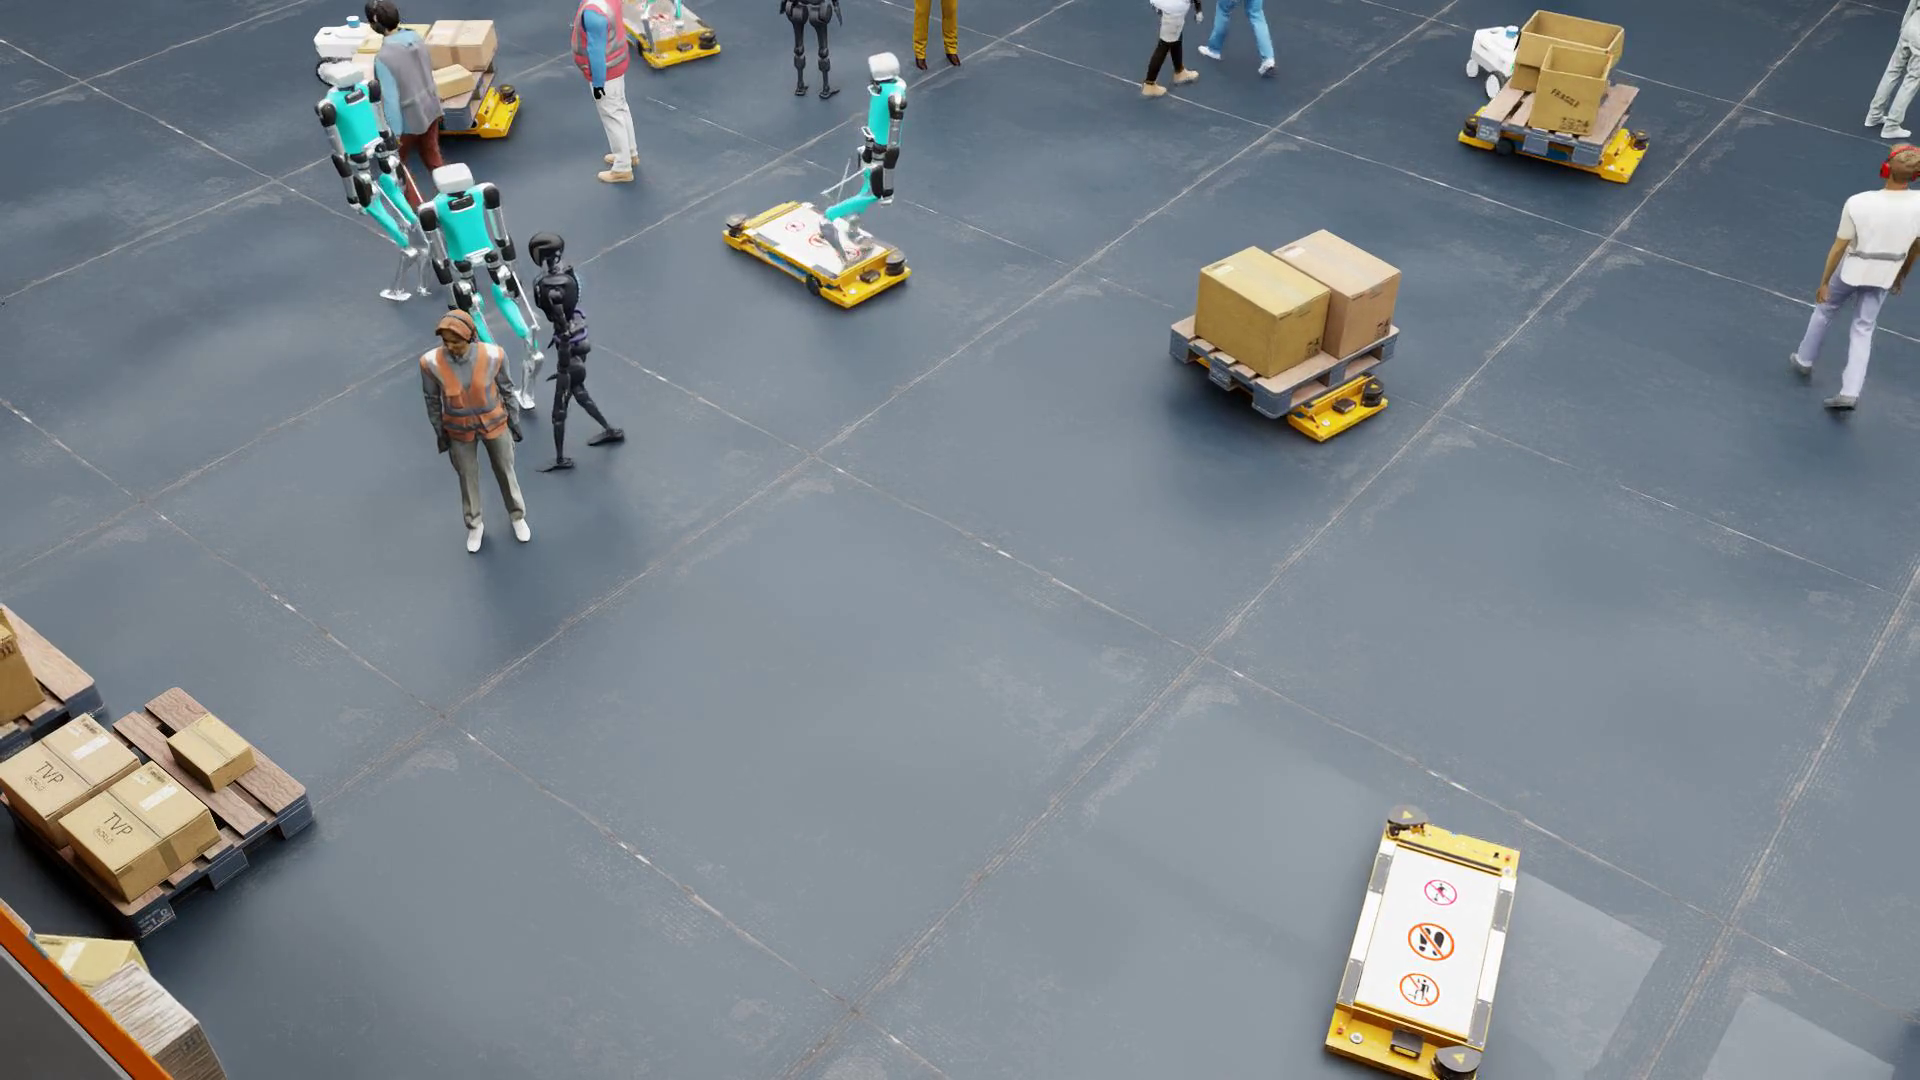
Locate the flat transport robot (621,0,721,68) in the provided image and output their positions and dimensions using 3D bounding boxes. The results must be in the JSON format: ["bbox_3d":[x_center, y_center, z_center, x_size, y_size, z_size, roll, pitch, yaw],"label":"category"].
[{"bbox_3d":[-2.889,-4.893,15.834,0.659,0.231,1.431,-22,45,-24],"label":"flat transport robot"}]

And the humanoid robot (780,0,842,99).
[{"bbox_3d":[-1.325,-4.701,14.510,0.599,1.657,0.315,13,42,15],"label":"humanoid robot"}]

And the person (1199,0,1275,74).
[{"bbox_3d":[2.569,-5.041,14.912,0.497,1.692,0.846,-22,45,-24],"label":"person"}]

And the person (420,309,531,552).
[{"bbox_3d":[-2.837,-0.652,9.787,0.513,1.637,0.312,-10,41,-11],"label":"person"}]

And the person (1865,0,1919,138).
[{"bbox_3d":[8.069,-4.201,13.892,0.321,1.729,0.490,-13,42,-15],"label":"person"}]

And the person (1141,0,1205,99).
[{"bbox_3d":[1.939,-4.673,14.497,0.746,1.648,0.541,-18,44,-20],"label":"person"}]

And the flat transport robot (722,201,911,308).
[{"bbox_3d":[-1.107,-2.219,12.688,1.431,0.231,0.659,32,50,32],"label":"flat transport robot"}]

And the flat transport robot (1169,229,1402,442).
[{"bbox_3d":[2.195,-1.190,11.478,0.659,0.231,1.431,-27,47,-28],"label":"flat transport robot"}]

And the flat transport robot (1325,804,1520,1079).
[{"bbox_3d":[2.210,1.895,7.849,0.659,0.231,1.431,15,43,17],"label":"flat transport robot"}]

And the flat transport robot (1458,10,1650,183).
[{"bbox_3d":[5.033,-3.409,14.088,1.431,0.231,0.659,22,45,23],"label":"flat transport robot"}]

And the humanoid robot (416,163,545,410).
[{"bbox_3d":[-3.027,-1.532,10.740,0.563,1.765,0.839,-25,46,-26],"label":"humanoid robot"}]

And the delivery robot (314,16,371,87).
[{"bbox_3d":[-5.462,-4.441,15.095,0.814,0.612,0.499,0,40,0],"label":"delivery robot"}]

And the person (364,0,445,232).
[{"bbox_3d":[-4.192,-3.201,12.610,0.559,1.863,0.558,16,43,18],"label":"person"}]

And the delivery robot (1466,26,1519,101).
[{"bbox_3d":[4.902,-4.292,14.909,0.499,0.598,0.791,-11,42,-13],"label":"delivery robot"}]

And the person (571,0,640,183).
[{"bbox_3d":[-2.859,-3.773,13.315,0.431,1.835,0.628,0,40,0],"label":"person"}]

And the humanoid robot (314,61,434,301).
[{"bbox_3d":[-4.053,-2.472,11.902,0.723,1.844,0.530,21,45,23],"label":"humanoid robot"}]

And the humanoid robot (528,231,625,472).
[{"bbox_3d":[-2.493,-1.211,10.430,0.612,1.633,0.615,-9,41,-11],"label":"humanoid robot"}]

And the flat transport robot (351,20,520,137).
[{"bbox_3d":[-4.616,-3.726,14.461,1.431,0.231,0.659,0,40,0],"label":"flat transport robot"}]

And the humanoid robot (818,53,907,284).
[{"bbox_3d":[-0.775,-2.600,12.017,0.866,1.784,0.531,-13,42,-15],"label":"humanoid robot"}]

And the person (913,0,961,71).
[{"bbox_3d":[-0.202,-5.097,14.938,0.528,1.749,0.342,-11,42,-12],"label":"person"}]

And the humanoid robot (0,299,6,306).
[{"bbox_3d":[-7.469,-2.330,11.773,0.768,1.631,0.608,0,40,0],"label":"humanoid robot"}]

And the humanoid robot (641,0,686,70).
[{"bbox_3d":[-2.673,-5.109,14.988,0.560,1.790,0.840,0,40,-1],"label":"humanoid robot"}]

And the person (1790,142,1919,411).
[{"bbox_3d":[5.944,-1.702,10.898,0.581,1.812,0.848,7,41,8],"label":"person"}]

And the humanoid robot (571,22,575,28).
[{"bbox_3d":[-3.577,-5.650,15.616,0.677,1.830,0.539,-9,41,-11],"label":"humanoid robot"}]
